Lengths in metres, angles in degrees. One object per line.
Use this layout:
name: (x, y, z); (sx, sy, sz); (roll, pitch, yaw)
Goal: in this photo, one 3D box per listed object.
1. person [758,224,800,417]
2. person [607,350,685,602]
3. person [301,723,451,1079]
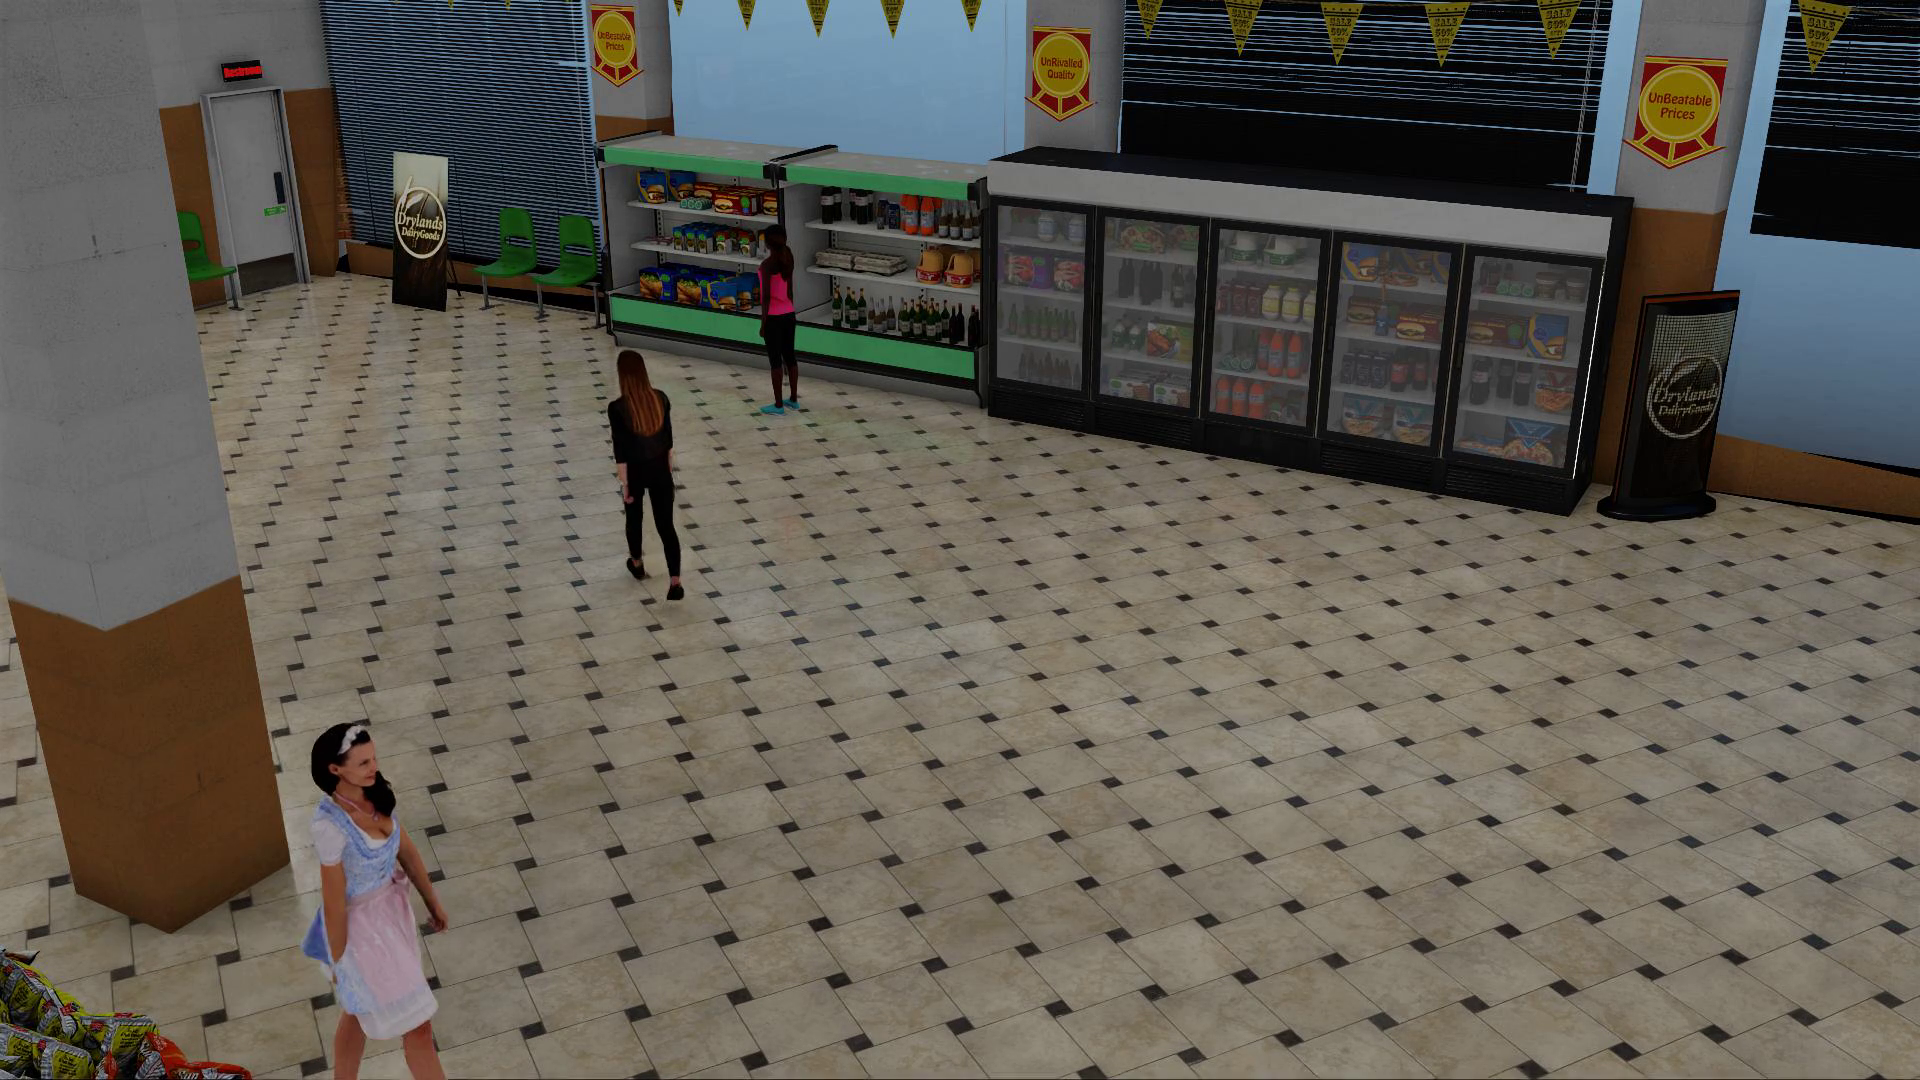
person: (-1.621, -1.980, 14.928); (0.582, 1.724, 0.577); (16, 27, 35)
person: (-2.040, -0.385, 11.028); (1.055, 1.672, 1.225); (-9, 24, -22)
person: (-2.285, 1.494, 6.198); (1.108, 1.785, 0.888); (3, 22, 7)
